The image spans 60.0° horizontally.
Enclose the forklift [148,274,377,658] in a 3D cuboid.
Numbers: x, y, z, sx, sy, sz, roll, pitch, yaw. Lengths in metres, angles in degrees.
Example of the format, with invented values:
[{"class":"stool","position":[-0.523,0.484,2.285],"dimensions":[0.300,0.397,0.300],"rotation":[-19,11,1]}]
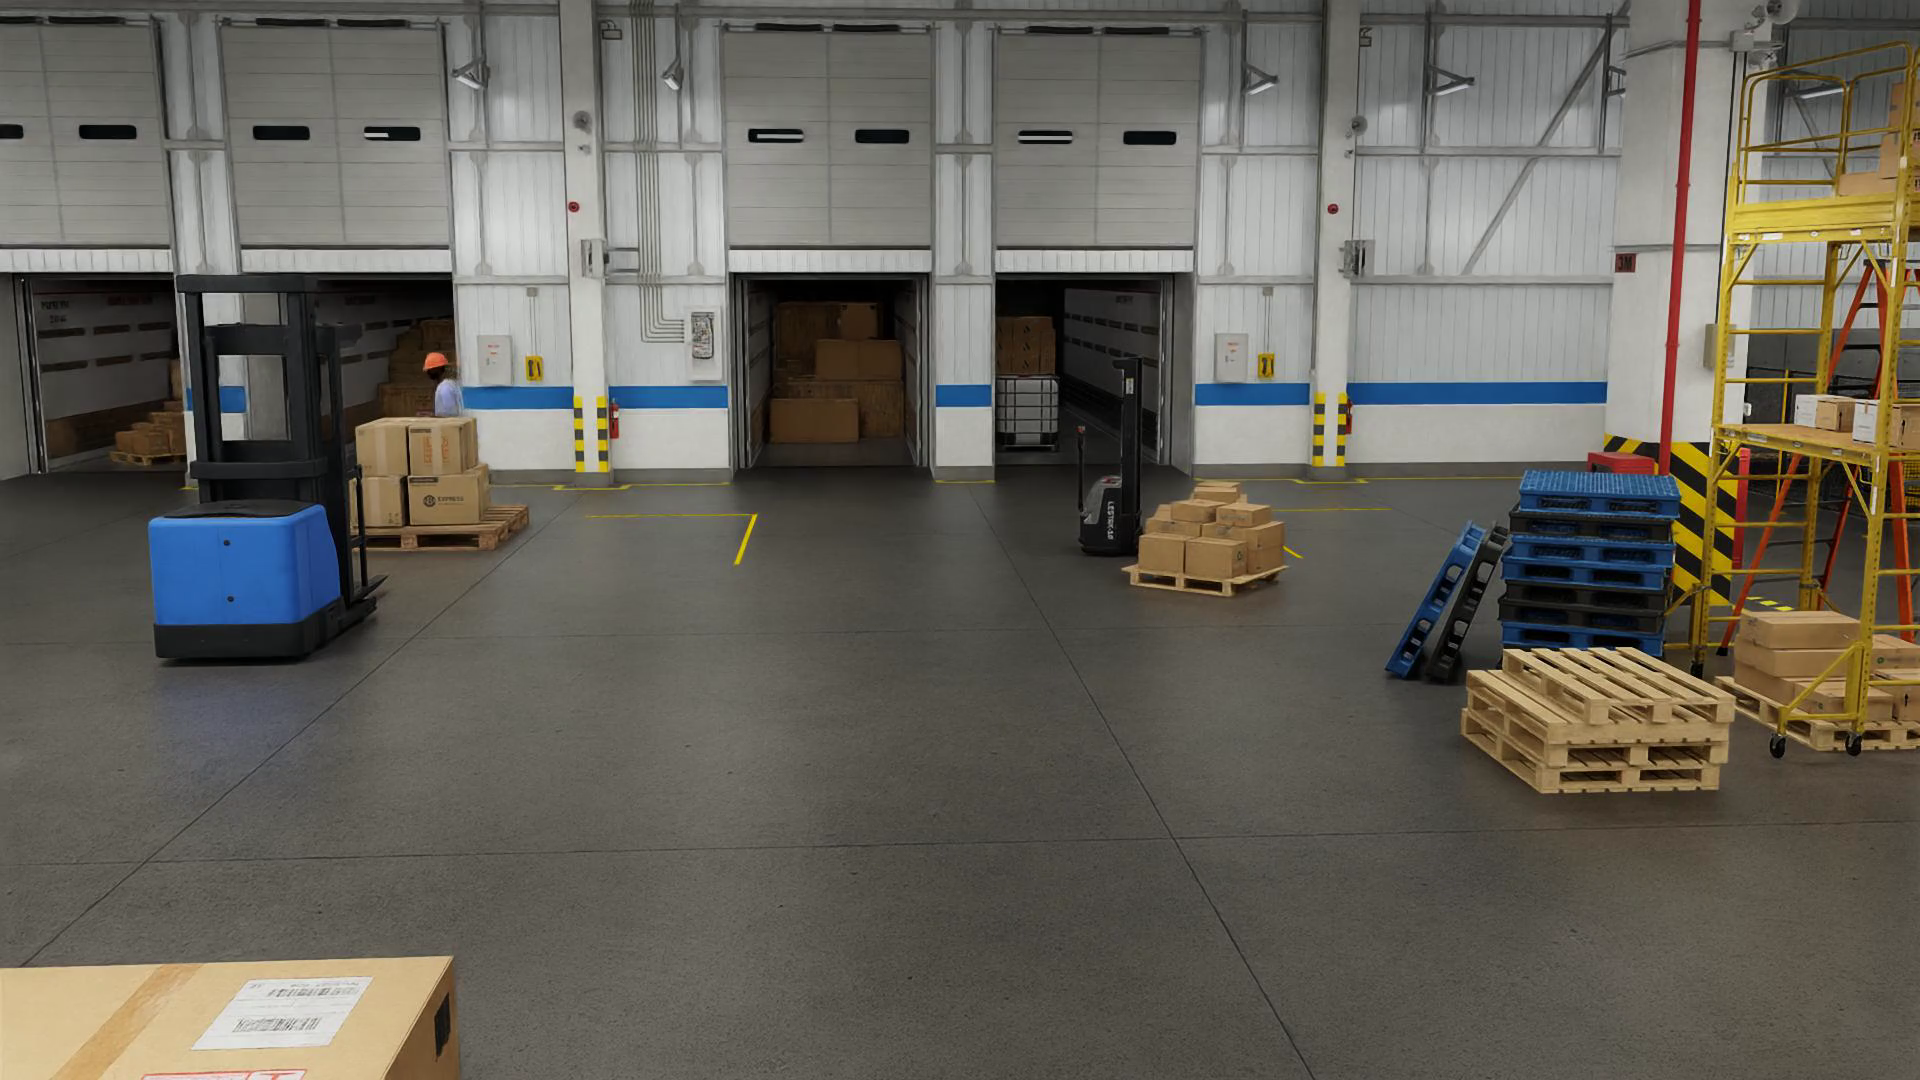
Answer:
[{"class":"forklift","position":[-5.348,-0.627,12.681],"dimensions":[1.129,2.768,1.873],"rotation":[-1,9,-4]}]

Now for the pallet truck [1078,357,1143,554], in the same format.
[{"class":"pallet truck","position":[2.088,-0.836,16.757],"dimensions":[1.885,1.965,0.823],"rotation":[2,9,13]}]

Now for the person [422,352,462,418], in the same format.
[{"class":"person","position":[-6.119,-1.269,19.743],"dimensions":[0.508,1.915,0.543],"rotation":[-4,10,-23]}]
